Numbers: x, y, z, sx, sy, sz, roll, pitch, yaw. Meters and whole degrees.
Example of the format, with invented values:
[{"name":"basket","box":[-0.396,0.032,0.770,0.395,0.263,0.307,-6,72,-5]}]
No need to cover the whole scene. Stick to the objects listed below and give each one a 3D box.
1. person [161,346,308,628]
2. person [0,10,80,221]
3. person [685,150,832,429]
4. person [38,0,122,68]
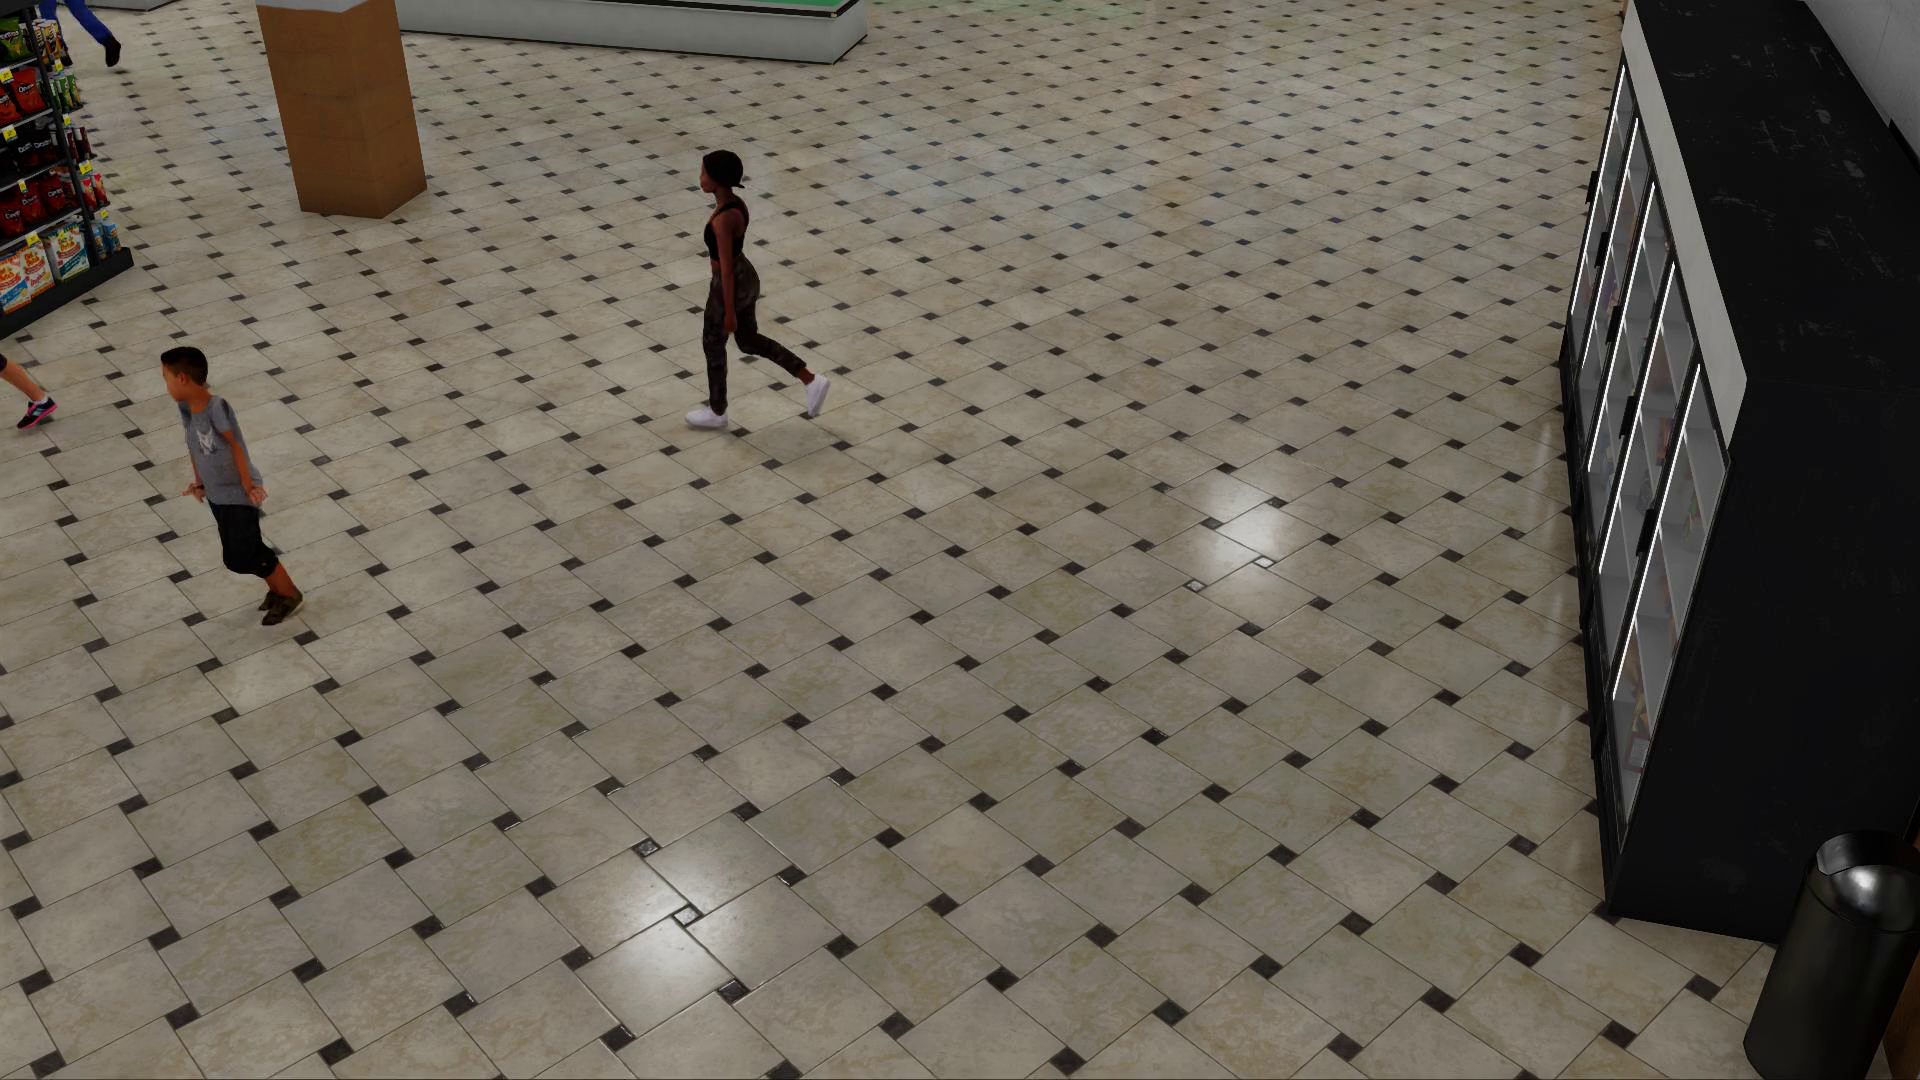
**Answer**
[{"name":"person","box":[-3.427,-0.289,7.864,0.615,1.437,0.742,12,34,18]},{"name":"person","box":[-6.685,-3.178,12.195,0.720,1.766,0.671,3,32,5]},{"name":"person","box":[-1.185,-1.356,9.357,1.127,1.670,0.679,3,32,5]},{"name":"person","box":[-8.440,-5.327,15.627,1.117,1.789,0.715,11,33,16]}]
